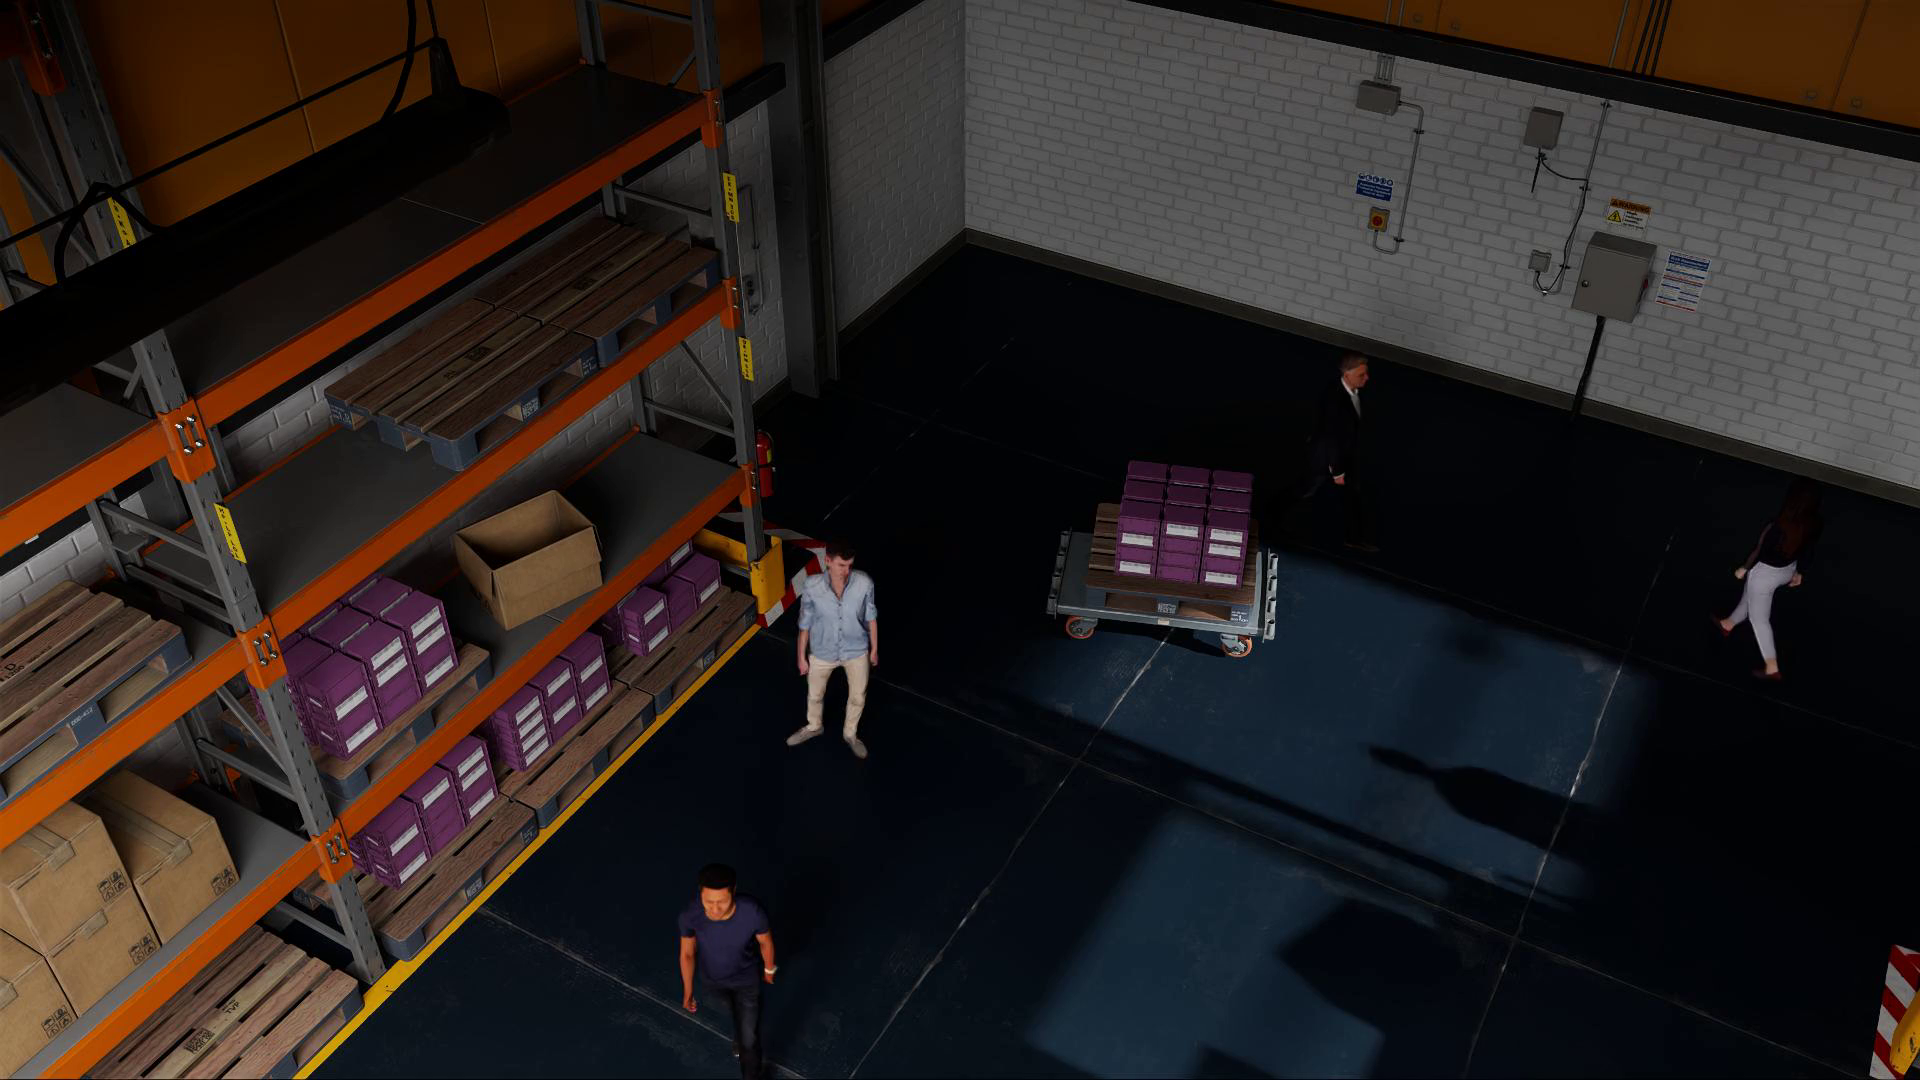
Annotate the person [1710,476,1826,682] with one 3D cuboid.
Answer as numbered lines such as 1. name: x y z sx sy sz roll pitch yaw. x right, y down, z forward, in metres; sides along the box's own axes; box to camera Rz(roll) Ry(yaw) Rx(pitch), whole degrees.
1. person: 5.707 0.284 11.642 1.058 1.576 1.083 -12 40 -15

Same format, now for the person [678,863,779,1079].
1. person: -1.218 2.267 9.014 0.873 1.758 1.090 6 39 8

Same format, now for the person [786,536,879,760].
1. person: -0.834 0.701 10.920 0.876 1.824 0.865 2 39 3

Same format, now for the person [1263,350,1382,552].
1. person: 2.753 -0.702 12.716 0.817 1.775 1.152 23 44 26
